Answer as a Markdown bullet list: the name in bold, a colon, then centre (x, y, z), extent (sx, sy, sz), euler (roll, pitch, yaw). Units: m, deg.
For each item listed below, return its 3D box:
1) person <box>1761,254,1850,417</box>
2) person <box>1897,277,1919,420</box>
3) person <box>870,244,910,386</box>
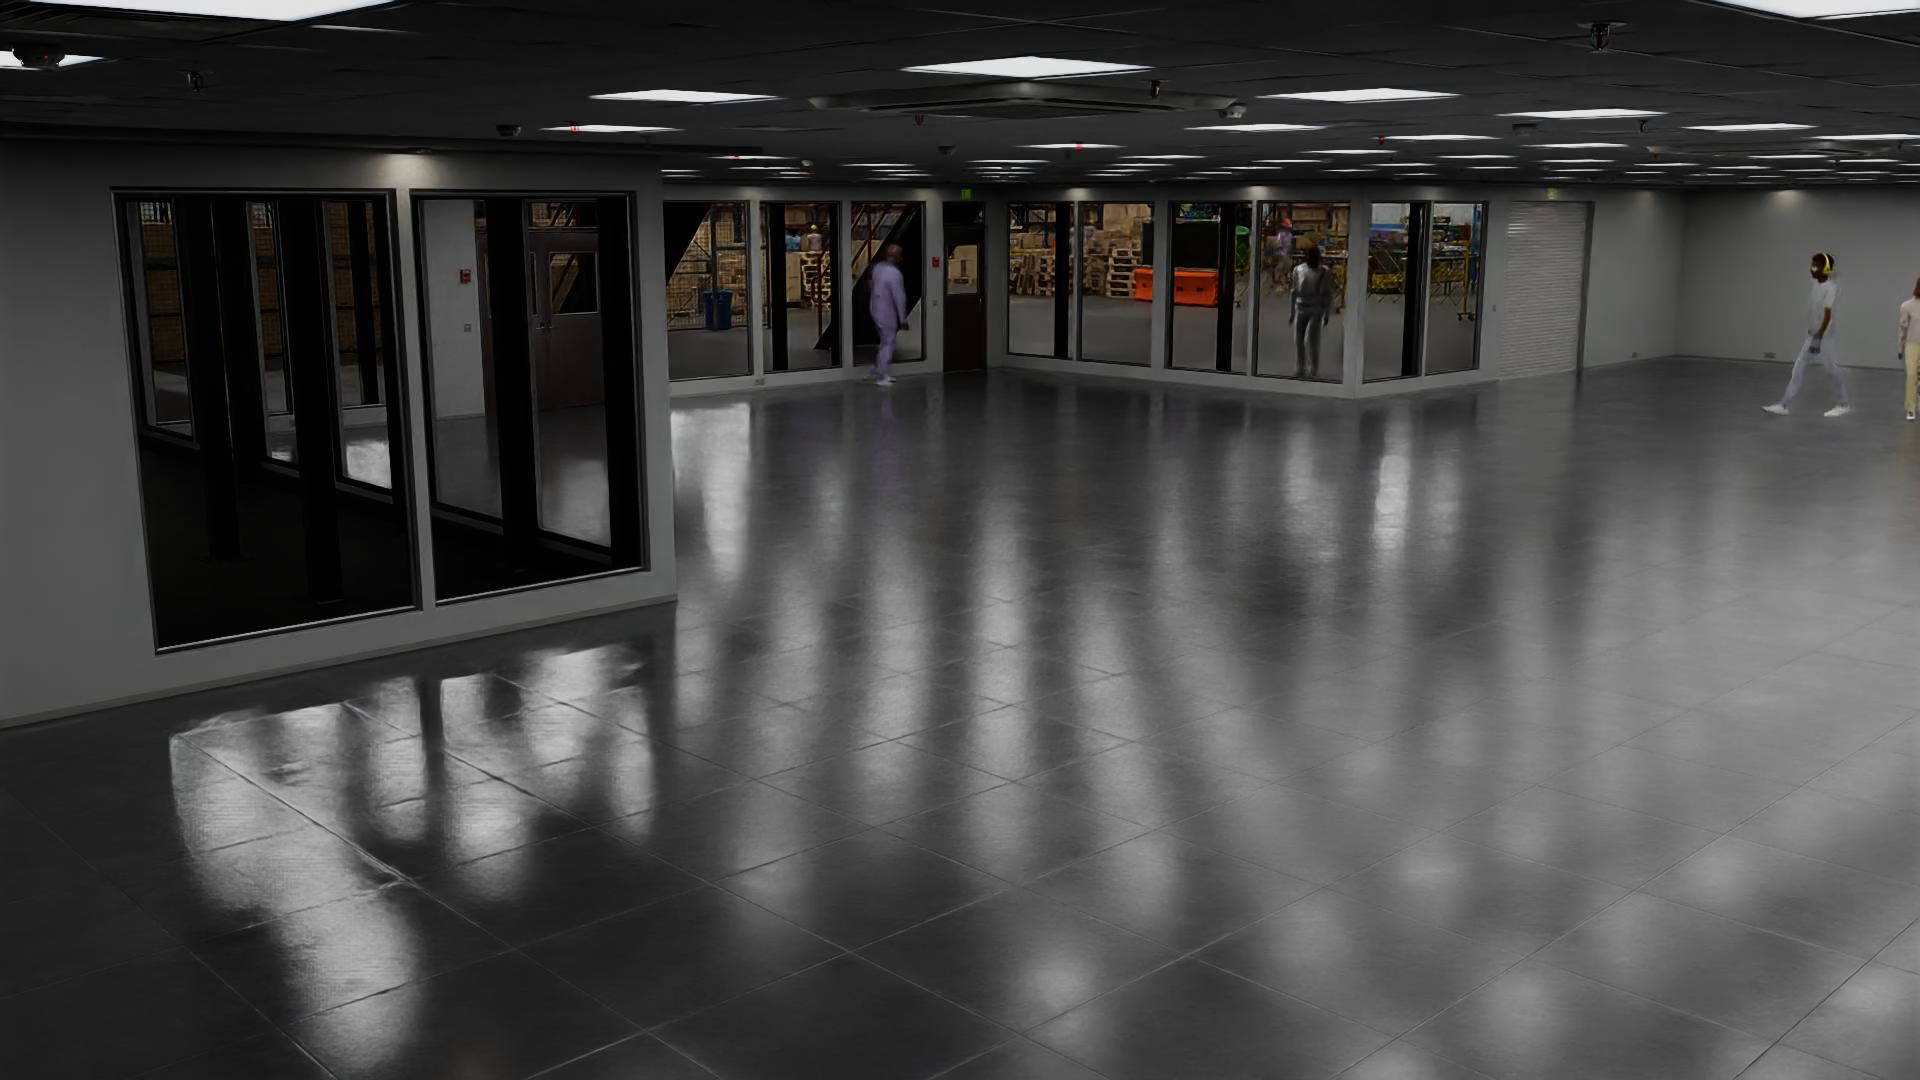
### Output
- **person**: centre (9.571, -2.272, 18.567), extent (0.985, 1.822, 0.528), euler (0, 11, 2)
- **person**: centre (10.682, -2.150, 18.471), extent (0.510, 1.611, 0.629), euler (5, 13, 25)
- **person**: centre (-0.935, -2.927, 21.772), extent (0.462, 1.861, 0.738), euler (-5, 12, -24)
